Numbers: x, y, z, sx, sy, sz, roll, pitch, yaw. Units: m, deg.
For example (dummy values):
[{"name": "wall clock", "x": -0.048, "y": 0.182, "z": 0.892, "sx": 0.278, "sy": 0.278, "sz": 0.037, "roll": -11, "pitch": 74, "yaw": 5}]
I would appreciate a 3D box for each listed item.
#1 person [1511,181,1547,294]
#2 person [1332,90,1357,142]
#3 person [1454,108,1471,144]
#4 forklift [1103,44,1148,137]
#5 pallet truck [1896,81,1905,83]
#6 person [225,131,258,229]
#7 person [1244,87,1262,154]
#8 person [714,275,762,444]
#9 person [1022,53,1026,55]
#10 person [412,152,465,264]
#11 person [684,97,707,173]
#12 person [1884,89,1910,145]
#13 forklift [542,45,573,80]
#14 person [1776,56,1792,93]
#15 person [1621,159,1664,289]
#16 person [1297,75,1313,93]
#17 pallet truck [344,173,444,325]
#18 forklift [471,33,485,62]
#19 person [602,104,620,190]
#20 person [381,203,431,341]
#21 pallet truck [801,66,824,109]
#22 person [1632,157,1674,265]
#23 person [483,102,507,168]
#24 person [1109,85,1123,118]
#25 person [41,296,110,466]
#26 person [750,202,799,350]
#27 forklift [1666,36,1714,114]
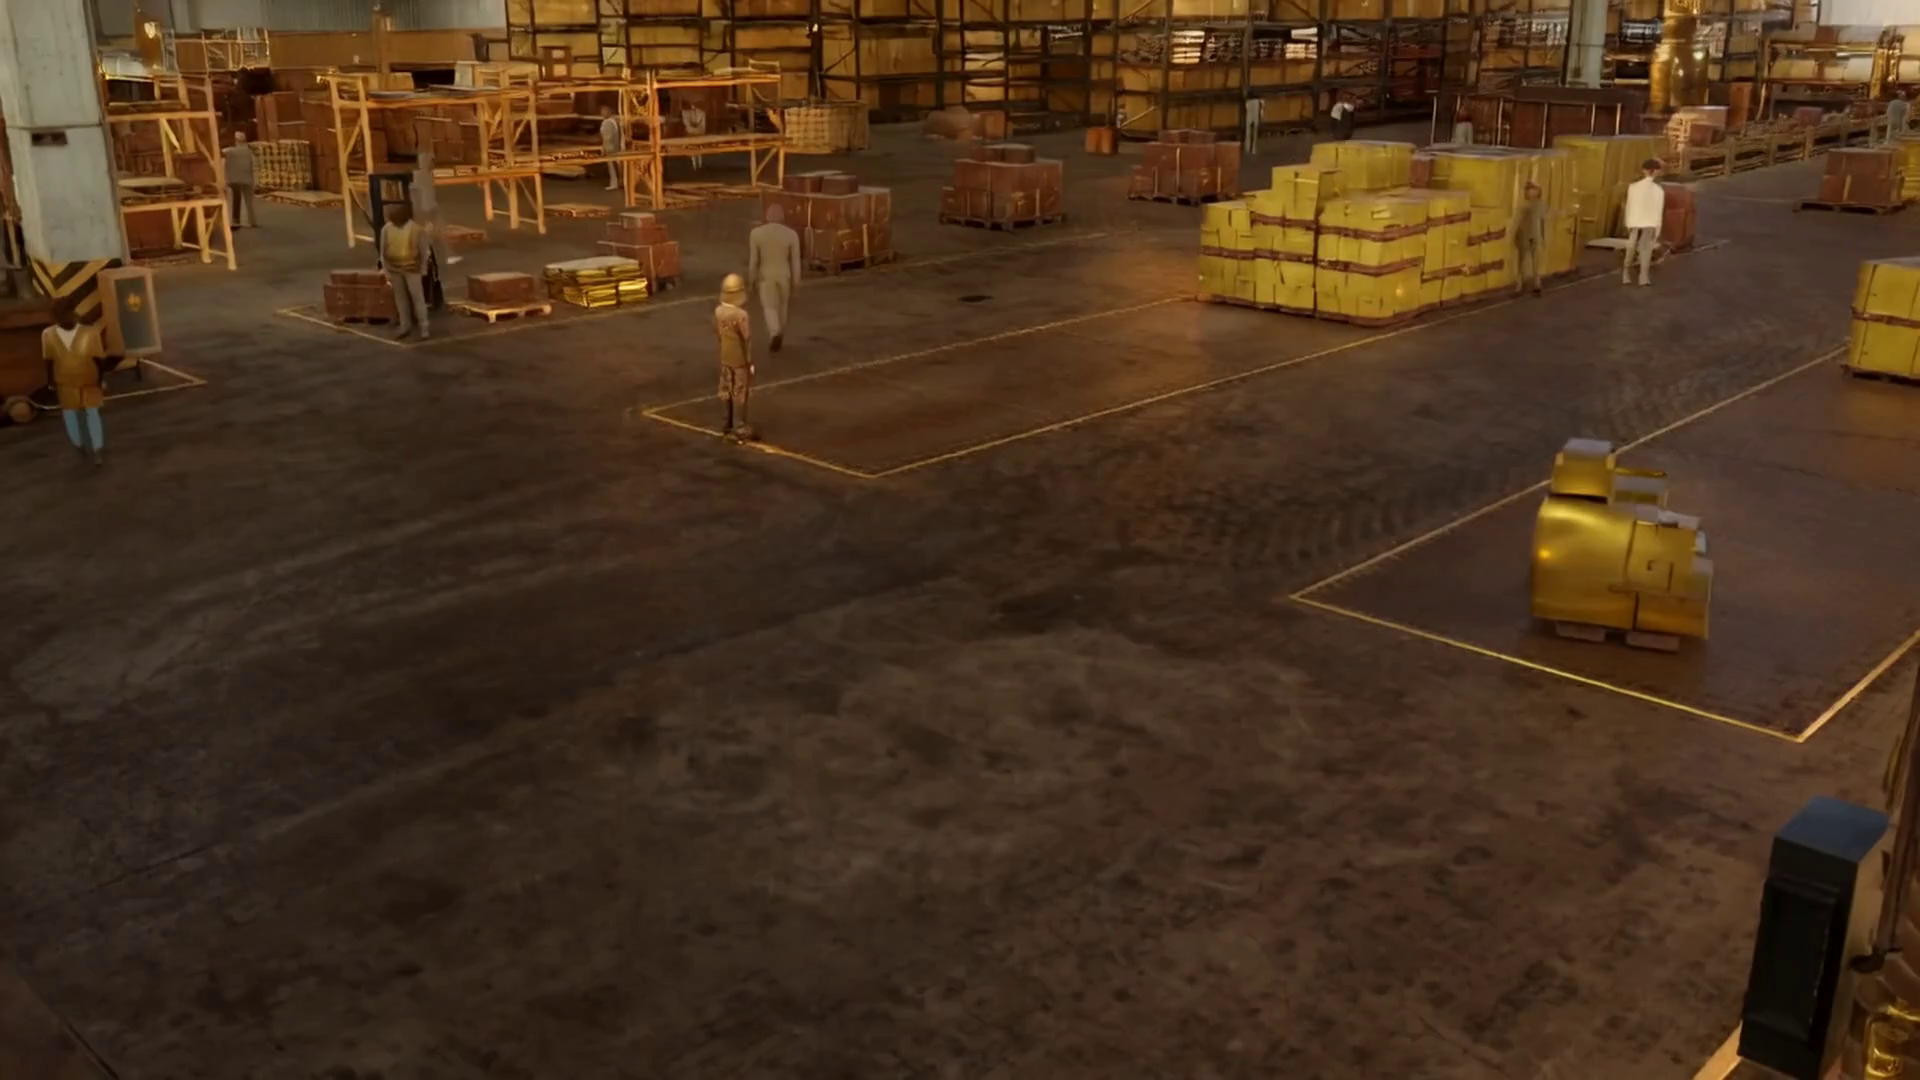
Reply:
[{"name": "person", "x": 8.766, "y": -4.662, "z": 25.619, "sx": 0.613, "sy": 1.733, "sz": 0.422, "roll": -7, "pitch": 19, "yaw": -19}, {"name": "person", "x": 10.019, "y": -10.747, "z": 43.474, "sx": 0.694, "sy": 2.000, "sz": 0.720, "roll": -4, "pitch": 19, "yaw": -13}, {"name": "person", "x": 11.492, "y": -8.953, "z": 38.263, "sx": 0.399, "sy": 1.924, "sz": 0.568, "roll": -5, "pitch": 19, "yaw": -13}, {"name": "forklift", "x": 5.543, "y": -14.354, "z": 53.028, "sx": 1.129, "sy": 2.768, "sz": 1.873, "roll": 17, "pitch": 25, "yaw": 41}, {"name": "pallet truck", "x": 34.802, "y": -16.331, "z": 61.455, "sx": 0.653, "sy": 1.274, "sz": 1.630, "roll": 17, "pitch": 25, "yaw": 41}, {"name": "person", "x": -14.068, "y": -7.043, "z": 32.547, "sx": 0.624, "sy": 1.897, "sz": 0.406, "roll": 6, "pitch": 19, "yaw": 18}, {"name": "person", "x": 8.321, "y": -11.893, "z": 47.205, "sx": 0.518, "sy": 1.865, "sz": 0.329, "roll": 3, "pitch": 19, "yaw": 9}, {"name": "person", "x": -2.305, "y": -1.865, "z": 17.177, "sx": 0.487, "sy": 1.744, "sz": 0.297, "roll": 13, "pitch": 23, "yaw": 35}, {"name": "person", "x": 2.983, "y": -22.383, "z": 79.215, "sx": 0.505, "sy": 1.608, "sz": 0.765, "roll": -17, "pitch": 25, "yaw": -41}, {"name": "person", "x": -8.874, "y": -5.573, "z": 28.100, "sx": 0.902, "sy": 1.904, "sz": 0.642, "roll": 4, "pitch": 19, "yaw": 11}, {"name": "person", "x": -6.799, "y": -10.423, "z": 42.733, "sx": 0.547, "sy": 1.901, "sz": 0.928, "roll": -4, "pitch": 19, "yaw": -13}, {"name": "person", "x": 26.805, "y": -11.972, "z": 47.573, "sx": 0.923, "sy": 1.788, "sz": 0.595, "roll": -16, "pitch": 24, "yaw": -40}, {"name": "forklift", "x": -12.559, "y": -14.128, "z": 52.346, "sx": 1.873, "sy": 2.768, "sz": 1.129, "roll": 17, "pitch": 25, "yaw": 41}, {"name": "person", "x": 33.165, "y": -18.465, "z": 66.902, "sx": 0.644, "sy": 1.932, "sz": 0.415, "roll": 9, "pitch": 20, "yaw": 25}, {"name": "person", "x": 10.731, "y": -4.957, "z": 26.100, "sx": 0.395, "sy": 1.992, "sz": 0.623, "roll": -13, "pitch": 22, "yaw": -34}, {"name": "person", "x": 13.188, "y": -17.475, "z": 64.158, "sx": 0.637, "sy": 1.784, "sz": 0.936, "roll": -10, "pitch": 21, "yaw": -27}, {"name": "pallet truck", "x": -8.209, "y": -4.181, "z": 23.757, "sx": 0.823, "sy": 1.965, "sz": 1.885, "roll": 3, "pitch": 19, "yaw": 9}, {"name": "forklift", "x": -18.948, "y": -18.572, "z": 65.737, "sx": 1.873, "sy": 2.768, "sz": 1.129, "roll": -7, "pitch": 19, "yaw": -19}, {"name": "person", "x": -8.168, "y": -9.175, "z": 38.853, "sx": 0.367, "sy": 1.966, "sz": 0.607, "roll": 2, "pitch": 18, "yaw": 6}, {"name": "person", "x": -7.380, "y": -3.558, "z": 22.149, "sx": 0.625, "sy": 1.836, "sz": 0.430, "roll": 3, "pitch": 19, "yaw": 8}, {"name": "pallet truck", "x": -4.812, "y": -15.182, "z": 56.903, "sx": 0.823, "sy": 1.965, "sz": 1.885, "roll": -9, "pitch": 21, "yaw": -26}, {"name": "person", "x": 11.836, "y": -5.595, "z": 28.332, "sx": 0.939, "sy": 1.837, "sz": 0.526, "roll": 0, "pitch": 18, "yaw": 0}, {"name": "person", "x": -11.564, "y": -9.996, "z": 41.402, "sx": 0.595, "sy": 1.918, "sz": 0.386, "roll": -1, "pitch": 18, "yaw": -3}, {"name": "person", "x": 4.786, "y": -13.107, "z": 51.124, "sx": 0.548, "sy": 1.685, "sz": 0.451, "roll": 16, "pitch": 24, "yaw": 40}, {"name": "person", "x": -8.680, "y": -1.564, "z": 16.354, "sx": 0.554, "sy": 1.698, "sz": 0.319, "roll": -5, "pitch": 19, "yaw": -15}, {"name": "person", "x": -2.374, "y": -3.378, "z": 21.464, "sx": 0.639, "sy": 1.920, "sz": 0.629, "roll": -5, "pitch": 19, "yaw": -14}, {"name": "forklift", "x": 27.341, "y": -17.291, "z": 61.877, "sx": 1.129, "sy": 2.768, "sz": 1.873, "roll": 17, "pitch": 25, "yaw": 41}]
